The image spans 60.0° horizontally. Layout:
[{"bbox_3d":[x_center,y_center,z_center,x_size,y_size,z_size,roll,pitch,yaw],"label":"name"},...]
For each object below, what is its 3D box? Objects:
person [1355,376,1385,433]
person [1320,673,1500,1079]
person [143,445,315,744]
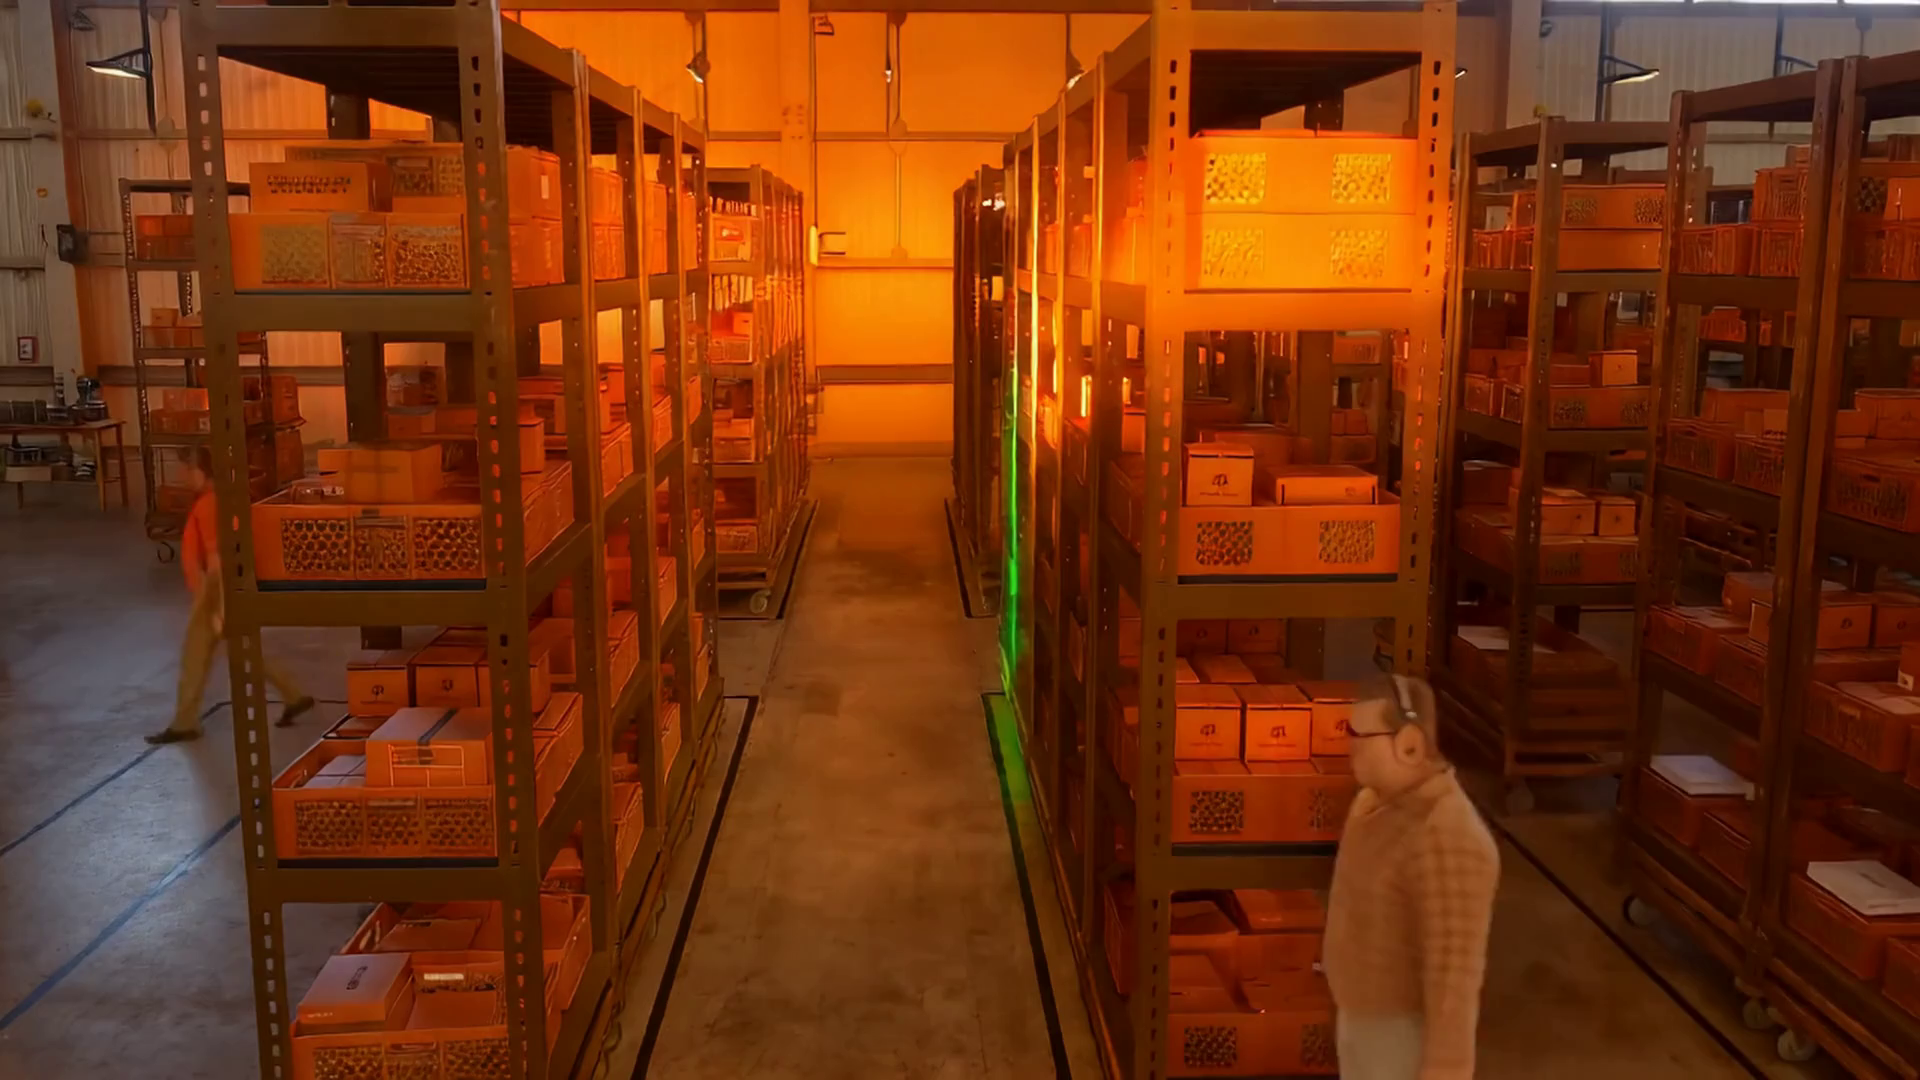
[{"bbox_3d":[5.155,-1.588,20.883,0.423,1.818,0.597,-2,10,-12],"label":"person"},{"bbox_3d":[1.150,1.274,4.349,0.471,1.890,0.678,-1,10,-6],"label":"person"},{"bbox_3d":[-4.453,0.313,10.072,0.929,1.810,0.581,-3,10,-18],"label":"person"}]
